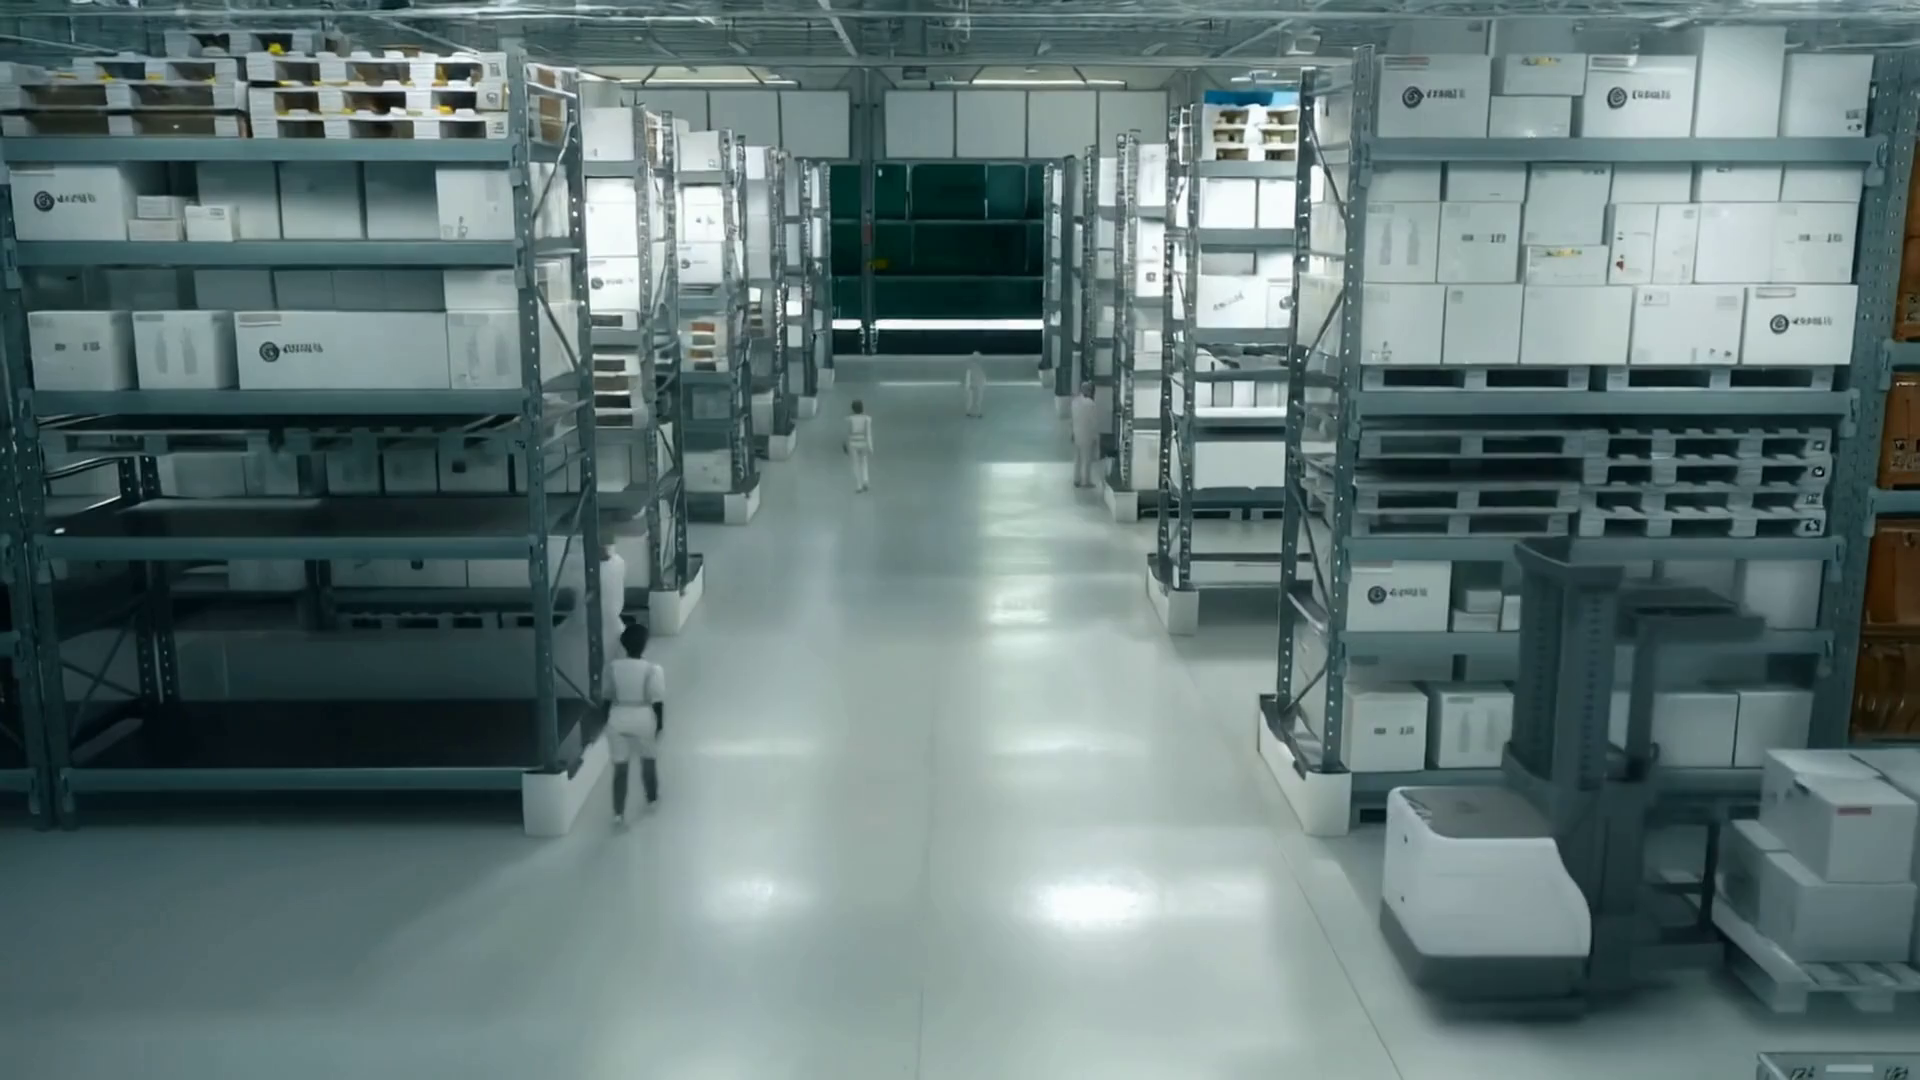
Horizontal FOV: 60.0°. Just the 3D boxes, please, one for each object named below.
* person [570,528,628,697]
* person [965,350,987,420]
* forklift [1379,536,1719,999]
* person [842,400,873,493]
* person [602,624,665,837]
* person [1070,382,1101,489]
[{"bbox_3d":[-3.436,0.821,16.082,0.631,1.888,1.033,-11,16,-43],"label":"person"},{"bbox_3d":[0.360,-3.585,38.612,0.504,1.621,0.431,5,13,25],"label":"person"},{"bbox_3d":[3.799,1.418,10.670,1.873,2.768,1.129,0,11,-1],"label":"forklift"},{"bbox_3d":[-1.774,-1.621,28.831,0.537,1.626,0.371,-3,12,-14],"label":"person"},{"bbox_3d":[-2.610,1.510,13.280,0.524,1.650,0.837,0,11,1],"label":"person"},{"bbox_3d":[2.208,-1.841,29.274,0.411,1.905,0.674,-7,13,-30],"label":"person"}]
